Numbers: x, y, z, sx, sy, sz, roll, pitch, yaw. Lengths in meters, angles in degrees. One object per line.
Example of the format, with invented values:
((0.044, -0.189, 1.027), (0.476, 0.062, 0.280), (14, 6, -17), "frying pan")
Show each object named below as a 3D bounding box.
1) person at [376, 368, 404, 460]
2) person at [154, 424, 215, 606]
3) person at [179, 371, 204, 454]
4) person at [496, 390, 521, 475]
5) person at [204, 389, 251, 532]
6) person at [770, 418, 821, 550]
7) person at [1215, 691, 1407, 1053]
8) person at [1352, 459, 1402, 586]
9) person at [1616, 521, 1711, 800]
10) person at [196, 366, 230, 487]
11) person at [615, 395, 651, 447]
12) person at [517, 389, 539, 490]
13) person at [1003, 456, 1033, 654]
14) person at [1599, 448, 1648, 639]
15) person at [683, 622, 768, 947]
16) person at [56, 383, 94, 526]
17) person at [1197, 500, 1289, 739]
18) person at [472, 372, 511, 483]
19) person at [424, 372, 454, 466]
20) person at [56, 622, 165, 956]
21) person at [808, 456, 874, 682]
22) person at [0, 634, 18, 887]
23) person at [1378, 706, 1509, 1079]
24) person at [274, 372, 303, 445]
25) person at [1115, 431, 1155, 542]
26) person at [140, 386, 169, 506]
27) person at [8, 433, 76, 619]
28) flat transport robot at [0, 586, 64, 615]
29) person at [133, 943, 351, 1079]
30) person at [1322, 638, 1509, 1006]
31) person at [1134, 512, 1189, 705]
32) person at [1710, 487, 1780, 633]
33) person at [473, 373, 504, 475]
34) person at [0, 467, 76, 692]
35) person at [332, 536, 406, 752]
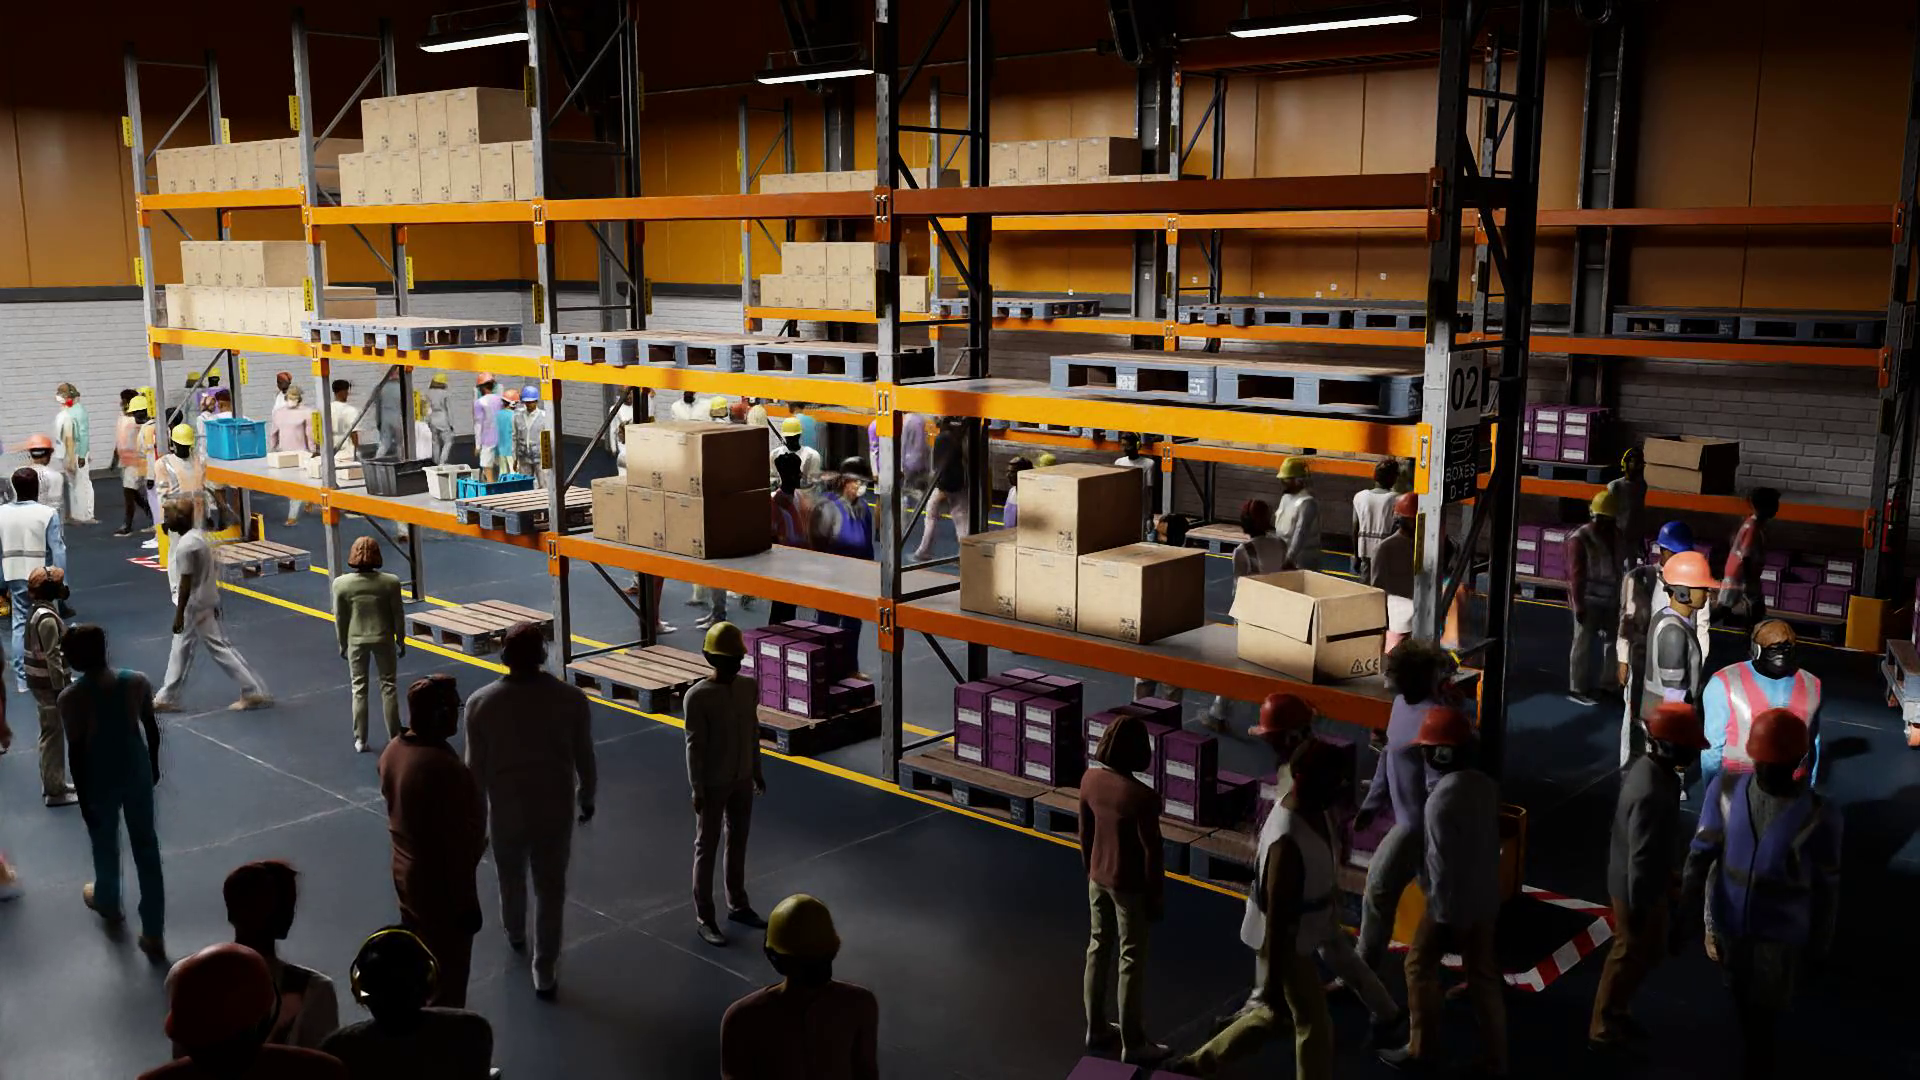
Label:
((-9.196, -1.887, 26.898), (0.697, 1.865, 0.826), (3, 10, 15), "person")
((-8.164, -0.269, 17.560), (0.381, 1.918, 0.584), (6, 12, 31), "person")
((-12.611, -1.919, 27.483), (0.504, 1.763, 0.417), (-7, 12, -35), "person")
((-6.421, -1.280, 23.784), (0.576, 1.737, 0.354), (6, 12, 31), "person")
((-9.520, -0.997, 21.636), (0.634, 1.925, 0.683), (-8, 13, -38), "person")
((-1.811, -0.390, 18.252), (0.588, 1.918, 0.397), (3, 10, 15), "person")
((1.700, 1.561, 7.848), (0.857, 1.704, 0.622), (1, 10, 6), "person")
((3.849, 0.181, 15.218), (0.571, 1.845, 0.382), (9, 13, 41), "person")
((4.793, 0.821, 11.349), (0.604, 1.939, 0.416), (1, 10, 5), "person")
((-11.517, -1.731, 25.798), (0.388, 1.927, 0.589), (10, 14, 43), "person")
((-4.955, -1.641, 25.501), (0.559, 1.876, 0.972), (-7, 12, -34), "person")
((-6.530, -1.473, 25.212), (0.324, 1.626, 0.556), (1, 10, 5), "person")
((0.562, 0.136, 15.475), (0.344, 1.847, 0.505), (-6, 12, -29), "person")
((6.406, 0.035, 15.978), (0.535, 1.869, 0.312), (-5, 11, -28), "person")
((-1.268, 1.307, 9.077), (0.315, 1.769, 0.525), (8, 13, 38), "person")
((-12.032, -1.168, 22.587), (0.629, 1.940, 0.372), (8, 13, 37), "person")
((2.198, 0.596, 12.839), (0.590, 1.858, 0.824), (-6, 12, -32), "person")
((-6.654, -1.412, 23.824), (0.546, 2.003, 0.772), (6, 12, 31), "person")
((-8.638, -1.920, 27.469), (0.516, 1.715, 0.573), (2, 10, 10), "person")
((-4.584, 1.309, 9.017), (0.961, 1.781, 0.565), (10, 14, 43), "person")
((-1.058, 0.242, 14.321), (0.726, 2.000, 0.702), (7, 12, 36), "person")
((-5.838, 1.056, 9.720), (0.770, 2.000, 0.699), (2, 10, 13), "person")
((2.225, 1.609, 7.530), (0.651, 1.710, 0.582), (10, 14, 43), "person")
((-10.206, -1.619, 25.323), (0.568, 1.878, 0.351), (7, 12, 34), "person")
((1.840, -0.251, 17.645), (0.530, 1.856, 0.336), (7, 12, 36), "person")
((-11.811, -1.375, 24.300), (0.535, 1.737, 0.613), (-3, 10, -14), "person")
((-9.234, -0.102, 16.646), (0.576, 1.907, 0.647), (2, 10, 9), "person")
((-10.077, 0.568, 17.484), (1.431, 0.197, 0.652), (8, 13, 38), "flat transport robot")
((-1.911, 2.013, 4.455), (0.612, 1.990, 0.392), (-4, 11, -21), "person")
((2.288, 1.406, 8.219), (1.008, 1.896, 0.615), (2, 10, 9), "person")
((1.530, 0.702, 12.330), (0.635, 1.833, 0.429), (9, 14, 43), "person")
((7.029, 0.307, 15.081), (0.858, 1.644, 0.556), (8, 13, 37), "person")
((-7.750, -1.971, 27.435), (0.502, 1.837, 0.347), (-1, 10, -8), "person")
((-7.878, 0.342, 14.106), (0.596, 1.917, 0.372), (0, 10, 0), "person")
((-4.401, 0.779, 12.439), (0.499, 1.633, 0.286), (-2, 10, -12), "person")
